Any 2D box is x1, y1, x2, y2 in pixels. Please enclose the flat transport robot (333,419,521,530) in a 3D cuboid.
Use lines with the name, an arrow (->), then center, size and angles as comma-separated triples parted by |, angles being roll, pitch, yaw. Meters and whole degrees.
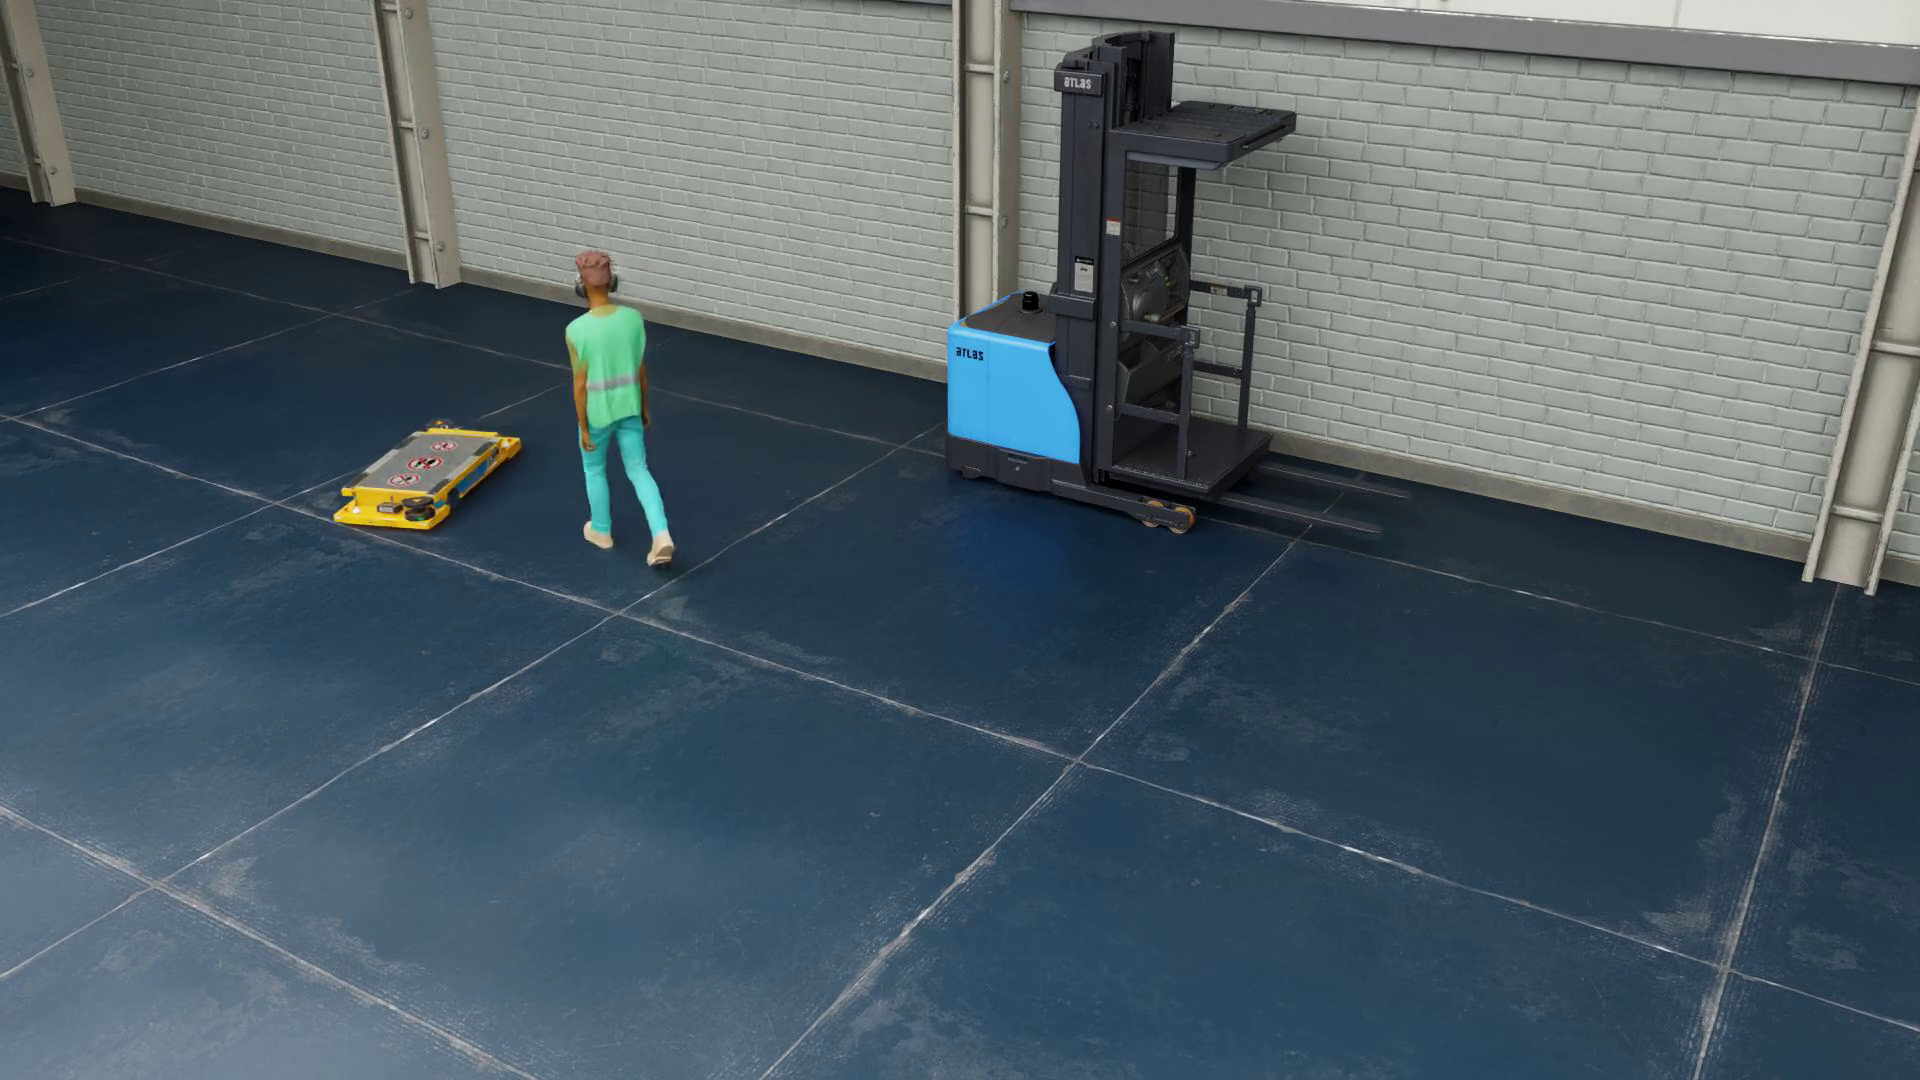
flat transport robot -> -3.563, -0.450, 11.209 | 0.659, 0.231, 1.431 | 4, 26, 9

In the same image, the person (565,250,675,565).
person -> -2.058, -0.767, 9.919 | 0.490, 1.950, 0.861 | -17, 30, -31

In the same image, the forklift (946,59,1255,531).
forklift -> 0.933, -1.707, 10.833 | 1.873, 2.768, 1.129 | 15, 29, 28
